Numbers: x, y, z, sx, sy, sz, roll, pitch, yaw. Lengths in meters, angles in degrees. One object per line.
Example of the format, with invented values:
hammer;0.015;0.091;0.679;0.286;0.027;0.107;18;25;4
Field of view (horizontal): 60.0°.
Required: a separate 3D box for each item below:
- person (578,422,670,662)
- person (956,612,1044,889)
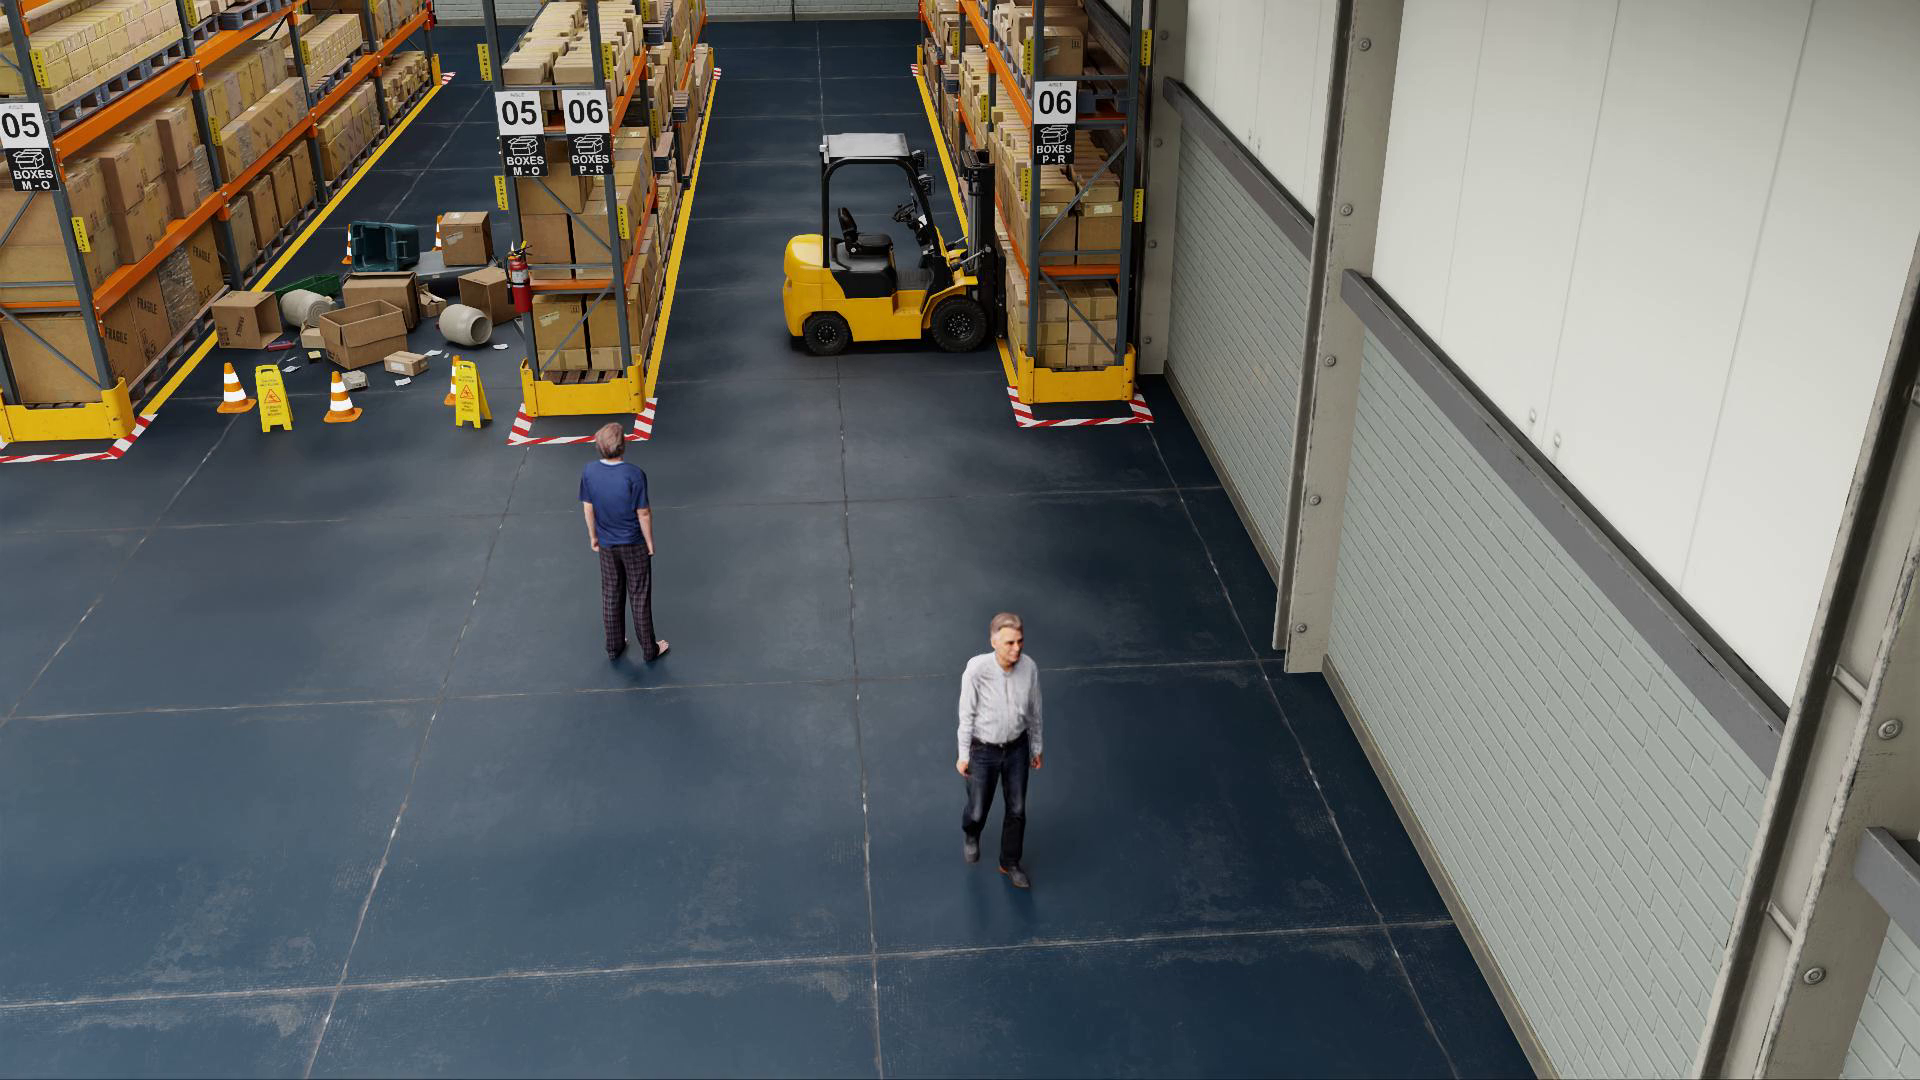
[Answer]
person;-2.460;0.017;12.112;0.716;1.871;0.639;5;28;10
person;0.207;1.201;9.877;0.796;1.812;0.867;-9;29;-17
